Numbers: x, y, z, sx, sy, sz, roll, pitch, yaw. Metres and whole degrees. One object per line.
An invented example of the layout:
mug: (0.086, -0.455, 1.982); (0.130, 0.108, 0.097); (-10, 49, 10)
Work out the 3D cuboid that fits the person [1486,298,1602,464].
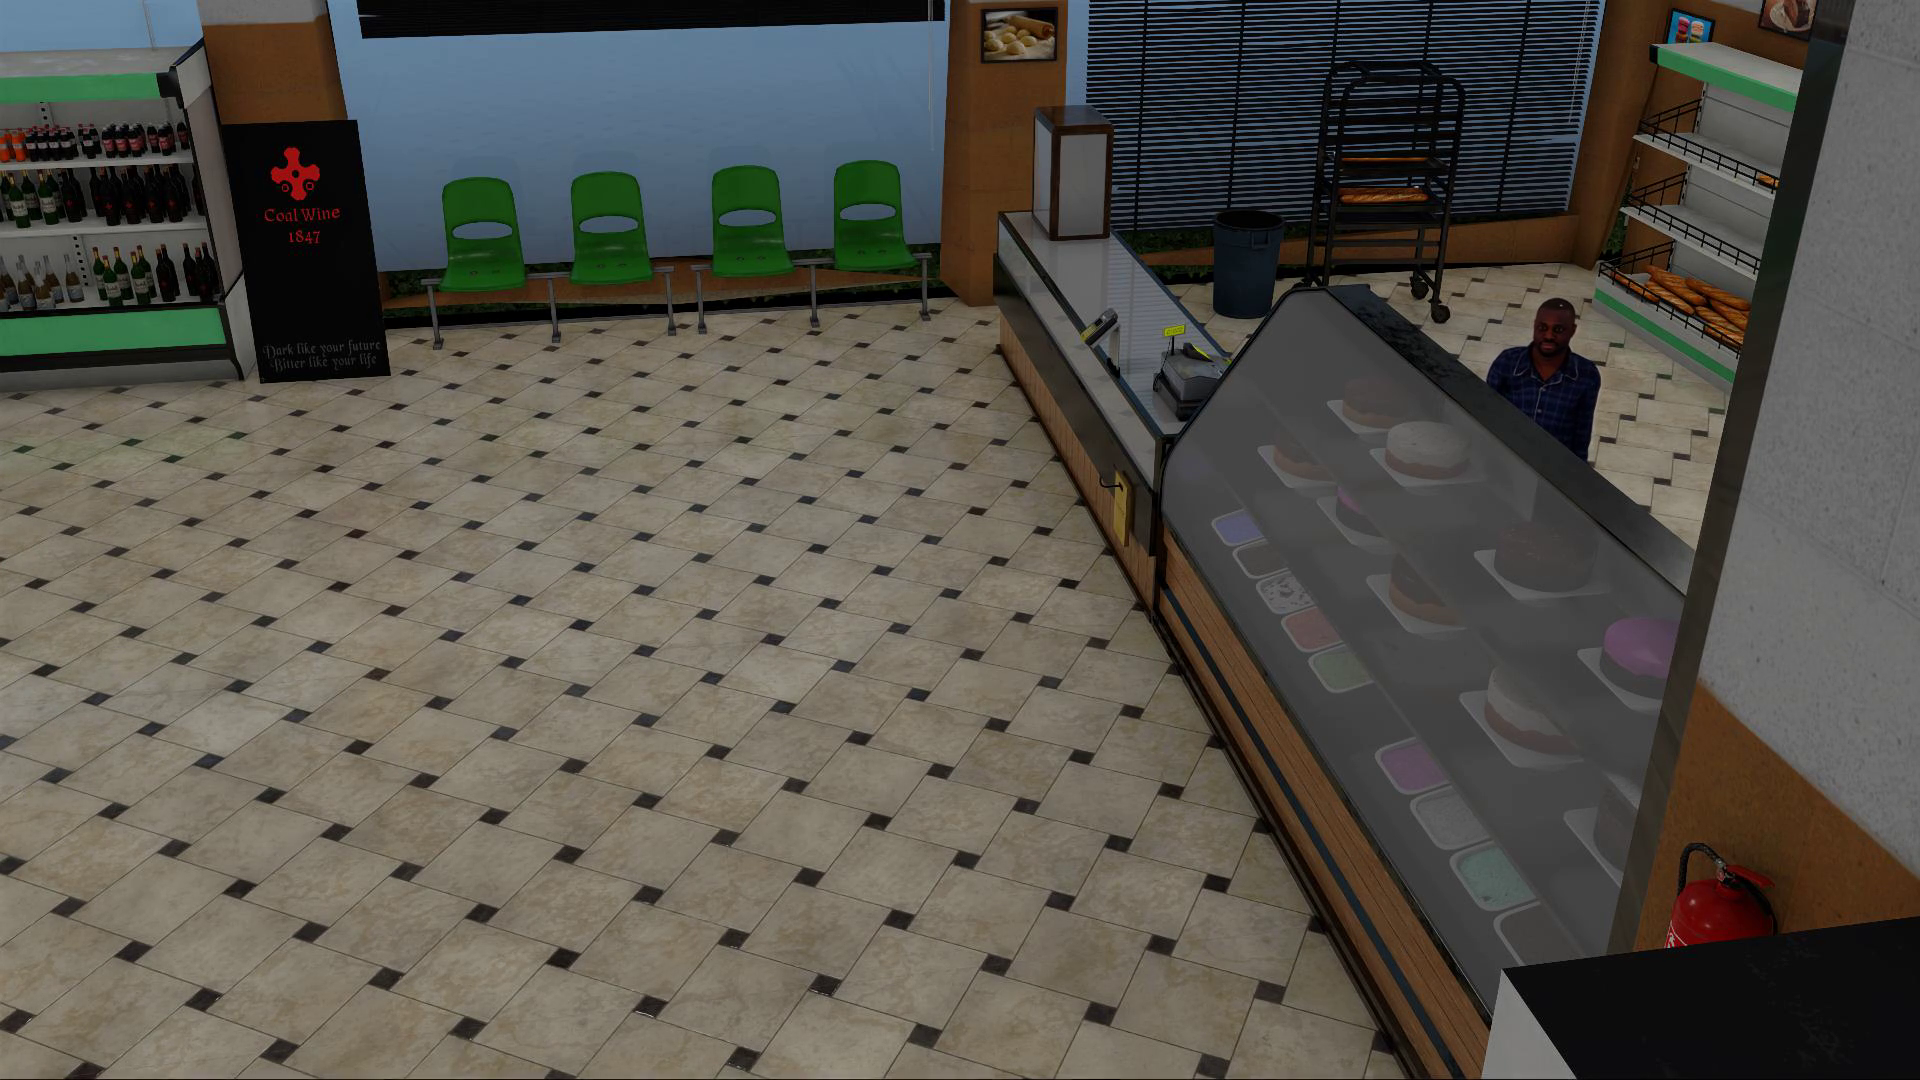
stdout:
person: (2.579, -0.234, 7.589); (0.726, 1.824, 0.831); (9, 28, 18)
